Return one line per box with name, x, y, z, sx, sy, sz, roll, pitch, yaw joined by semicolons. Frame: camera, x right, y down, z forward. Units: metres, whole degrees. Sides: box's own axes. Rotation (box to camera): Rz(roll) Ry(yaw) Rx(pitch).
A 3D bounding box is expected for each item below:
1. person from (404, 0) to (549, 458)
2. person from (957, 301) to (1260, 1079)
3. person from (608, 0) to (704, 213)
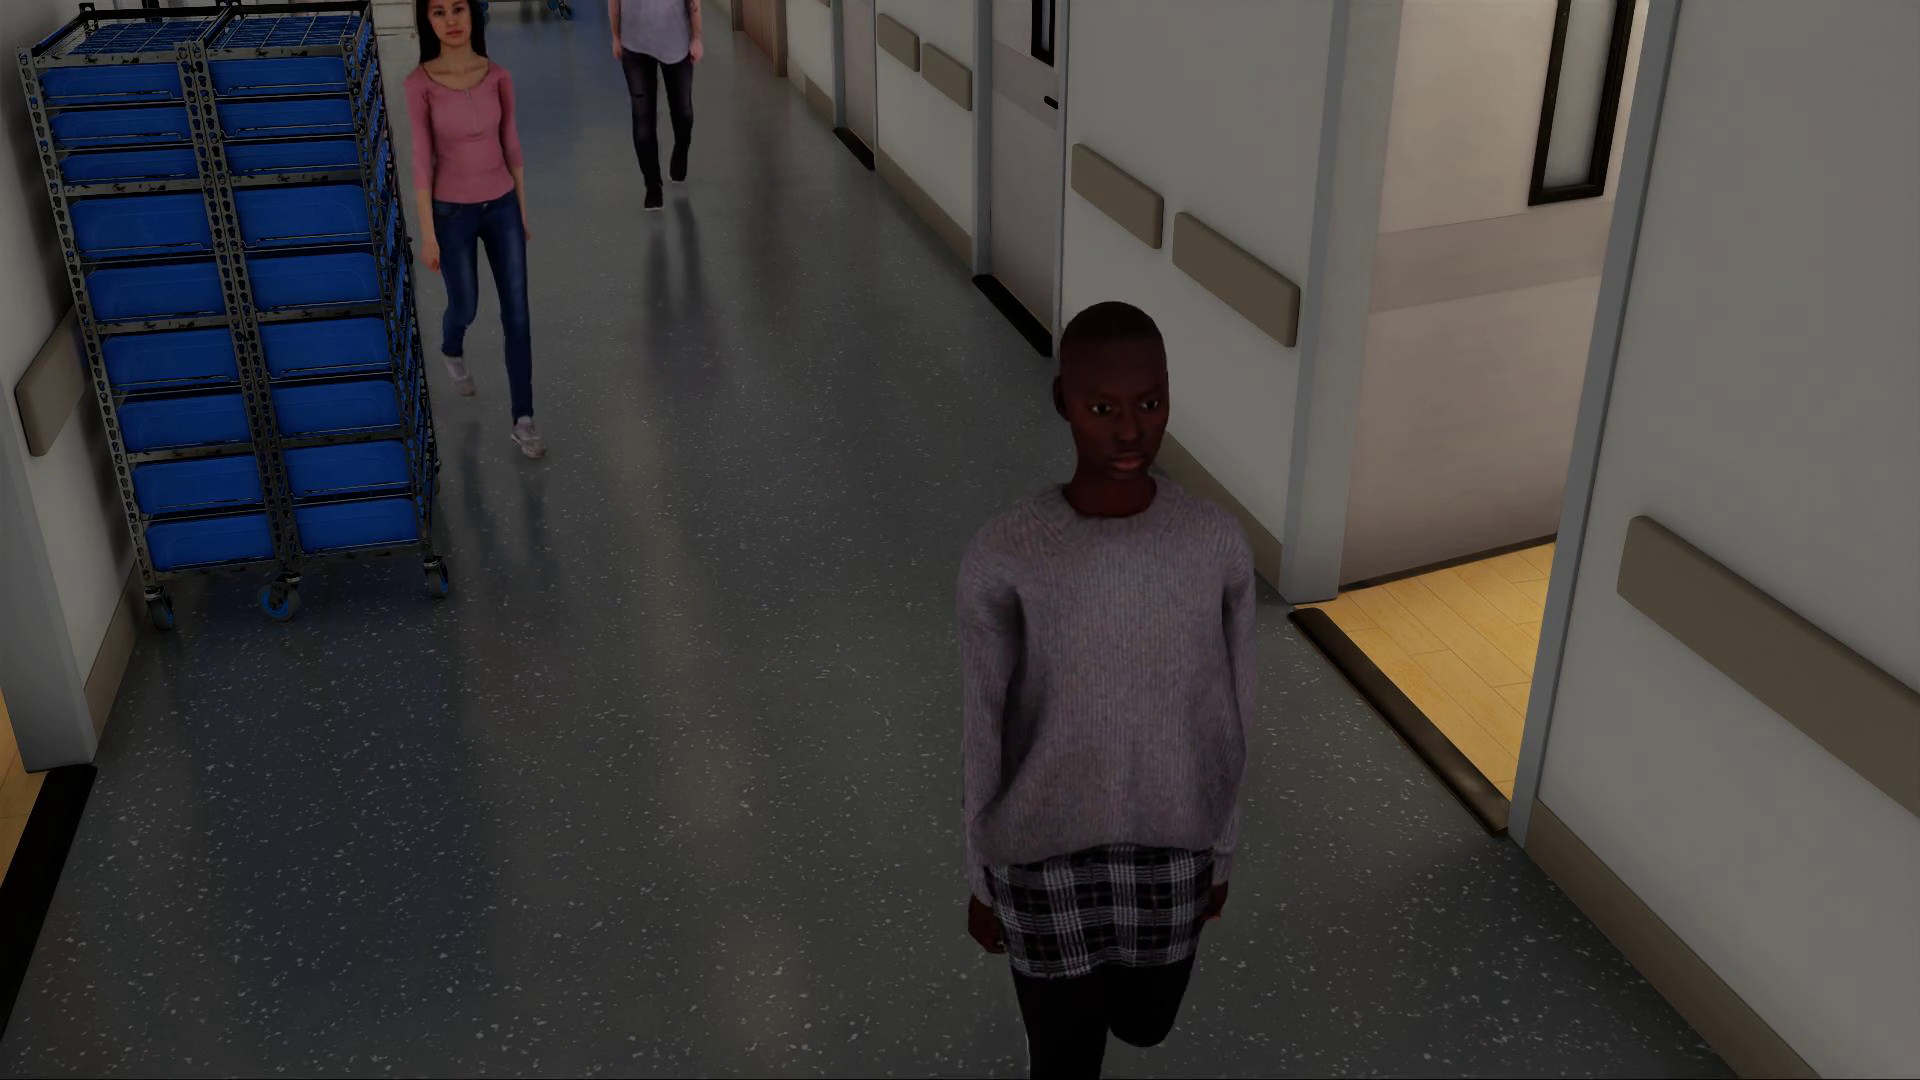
person;-1.837;-1.208;6.203;0.801;1.713;1.155;-15;30;-28
person;0.207;0.460;2.698;0.667;1.754;1.030;-4;26;-9
person;-1.719;-2.846;9.501;0.784;1.800;1.249;-3;26;-7
